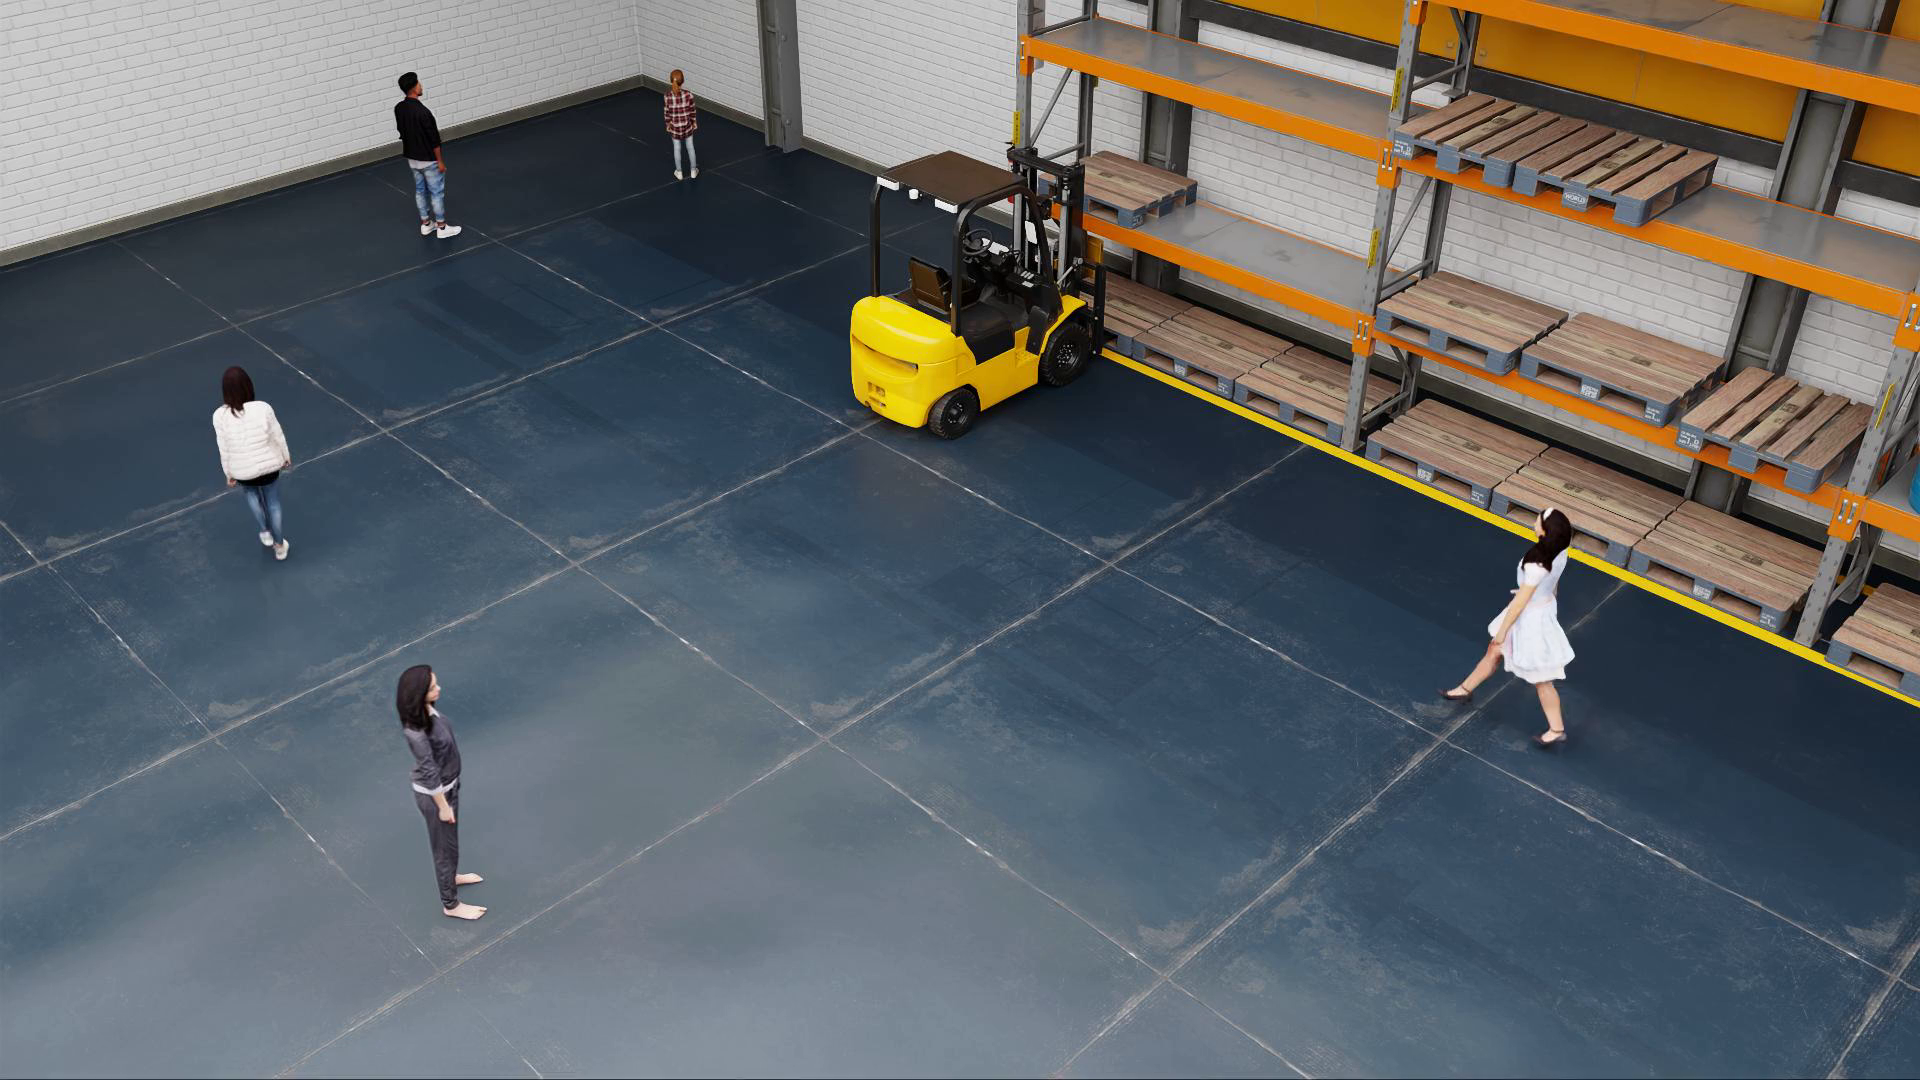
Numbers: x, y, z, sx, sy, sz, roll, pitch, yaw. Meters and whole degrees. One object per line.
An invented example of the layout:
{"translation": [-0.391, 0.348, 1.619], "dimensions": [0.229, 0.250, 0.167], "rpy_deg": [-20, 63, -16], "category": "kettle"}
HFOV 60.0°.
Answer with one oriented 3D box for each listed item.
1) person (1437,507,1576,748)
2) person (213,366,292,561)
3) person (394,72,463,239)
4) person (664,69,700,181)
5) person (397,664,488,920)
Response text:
{"translation": [3.822, 0.643, 10.922], "dimensions": [1.185, 1.758, 0.697], "rpy_deg": [24, 40, 31], "category": "person"}
{"translation": [-5.439, -0.550, 12.838], "dimensions": [0.760, 1.624, 0.792], "rpy_deg": [-12, 35, -17], "category": "person"}
{"translation": [-5.871, -4.202, 18.161], "dimensions": [0.616, 1.815, 0.801], "rpy_deg": [19, 38, 26], "category": "person"}
{"translation": [-3.307, -4.935, 19.722], "dimensions": [0.621, 1.306, 0.654], "rpy_deg": [-8, 34, -11], "category": "person"}
{"translation": [-3.053, 1.448, 9.707], "dimensions": [0.735, 1.763, 0.612], "rpy_deg": [-9, 35, -13], "category": "person"}
